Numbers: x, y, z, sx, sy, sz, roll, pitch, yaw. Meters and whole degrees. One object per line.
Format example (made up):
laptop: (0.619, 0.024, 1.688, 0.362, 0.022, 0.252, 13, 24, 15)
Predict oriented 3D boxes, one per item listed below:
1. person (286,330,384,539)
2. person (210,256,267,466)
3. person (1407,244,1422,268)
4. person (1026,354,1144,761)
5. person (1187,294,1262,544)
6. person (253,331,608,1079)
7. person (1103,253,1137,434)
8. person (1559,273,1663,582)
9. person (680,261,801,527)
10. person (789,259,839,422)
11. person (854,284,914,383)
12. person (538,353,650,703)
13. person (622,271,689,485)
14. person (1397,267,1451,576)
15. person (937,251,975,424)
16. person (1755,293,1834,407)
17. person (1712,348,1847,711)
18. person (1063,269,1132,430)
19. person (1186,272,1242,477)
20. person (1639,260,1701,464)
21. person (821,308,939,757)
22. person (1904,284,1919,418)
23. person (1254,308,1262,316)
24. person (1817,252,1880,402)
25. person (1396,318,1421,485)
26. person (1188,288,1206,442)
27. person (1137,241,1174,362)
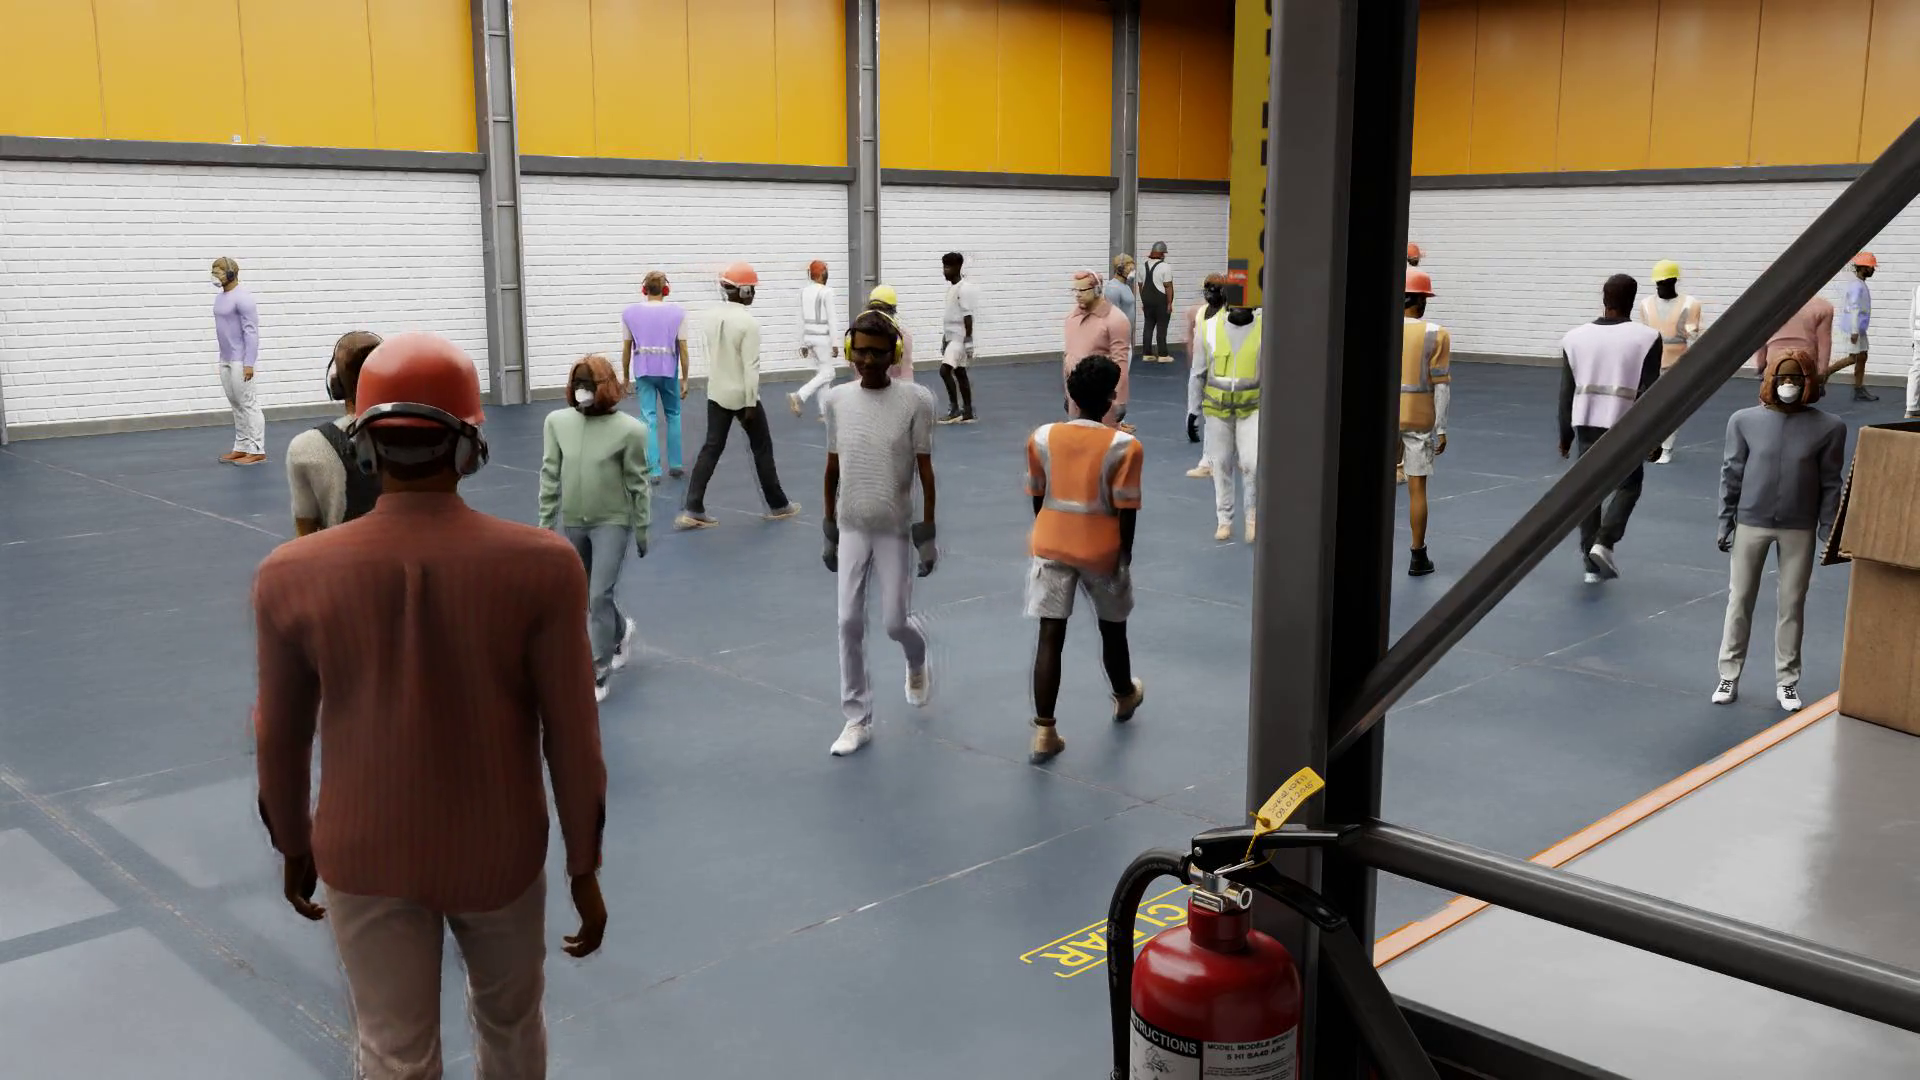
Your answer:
person: (-1.892, 0.239, 5.418, 0.509, 1.831, 0.627, -4, 11, -20)
person: (-6.728, -1.661, 15.482, 0.635, 1.936, 0.354, 10, 14, 43)
person: (7.313, -3.783, 26.942, 0.391, 1.990, 0.709, 7, 12, 33)
person: (0.528, 0.045, 6.985, 0.535, 1.633, 0.912, 4, 11, 22)
person: (1.901, -0.877, 11.543, 0.647, 1.824, 0.604, 3, 11, 17)
person: (-1.026, 0.570, 3.283, 0.651, 1.942, 0.994, -2, 11, -12)
person: (1.723, -2.103, 17.895, 0.372, 1.940, 0.632, 3, 11, 16)
person: (3.971, -0.674, 10.190, 0.634, 1.900, 0.448, 8, 13, 38)
person: (-1.650, -1.068, 12.238, 0.607, 1.949, 1.025, 8, 13, 38)
person: (-1.660, -2.248, 18.885, 0.674, 1.863, 0.597, -8, 13, -39)
person: (-0.564, -1.058, 12.663, 0.537, 1.751, 0.430, 5, 11, 25)
person: (-1.664, -0.077, 7.739, 0.511, 1.609, 0.718, 3, 11, 15)
person: (-2.642, -1.415, 14.458, 0.593, 1.817, 0.780, -2, 11, -8)
person: (2.796, -0.742, 10.479, 0.551, 1.932, 0.367, 5, 11, 24)
person: (-0.091, -2.264, 18.732, 0.609, 1.943, 0.635, -3, 11, -14)
person: (7.731, -1.632, 15.459, 0.658, 1.886, 0.631, 8, 13, 36)
person: (3.682, -0.045, 7.502, 0.497, 1.633, 0.283, 5, 11, 24)
person: (1.010, -1.094, 12.552, 0.400, 1.888, 0.664, -9, 14, -40)
person: (2.361, -1.480, 14.860, 0.812, 1.819, 0.634, -6, 12, -28)
person: (6.577, -1.648, 15.502, 0.600, 1.905, 0.437, 9, 14, 40)
person: (-0.328, -0.057, 6.996, 0.536, 1.840, 0.697, 3, 11, 16)
person: (11.233, -2.323, 19.240, 0.355, 1.883, 0.574, -2, 11, -9)
person: (3.242, -1.864, 17.193, 0.490, 1.713, 0.438, 7, 13, 35)
person: (11.494, -2.745, 21.440, 0.723, 1.922, 0.560, 7, 13, 35)
person: (3.630, -1.487, 14.243, 0.605, 2.045, 0.382, 3, 11, 16)
person: (2.593, -1.889, 17.302, 0.528, 1.733, 0.855, 5, 12, 26)
person: (3.369, -4.041, 28.178, 0.530, 2.000, 0.688, -9, 14, -42)
